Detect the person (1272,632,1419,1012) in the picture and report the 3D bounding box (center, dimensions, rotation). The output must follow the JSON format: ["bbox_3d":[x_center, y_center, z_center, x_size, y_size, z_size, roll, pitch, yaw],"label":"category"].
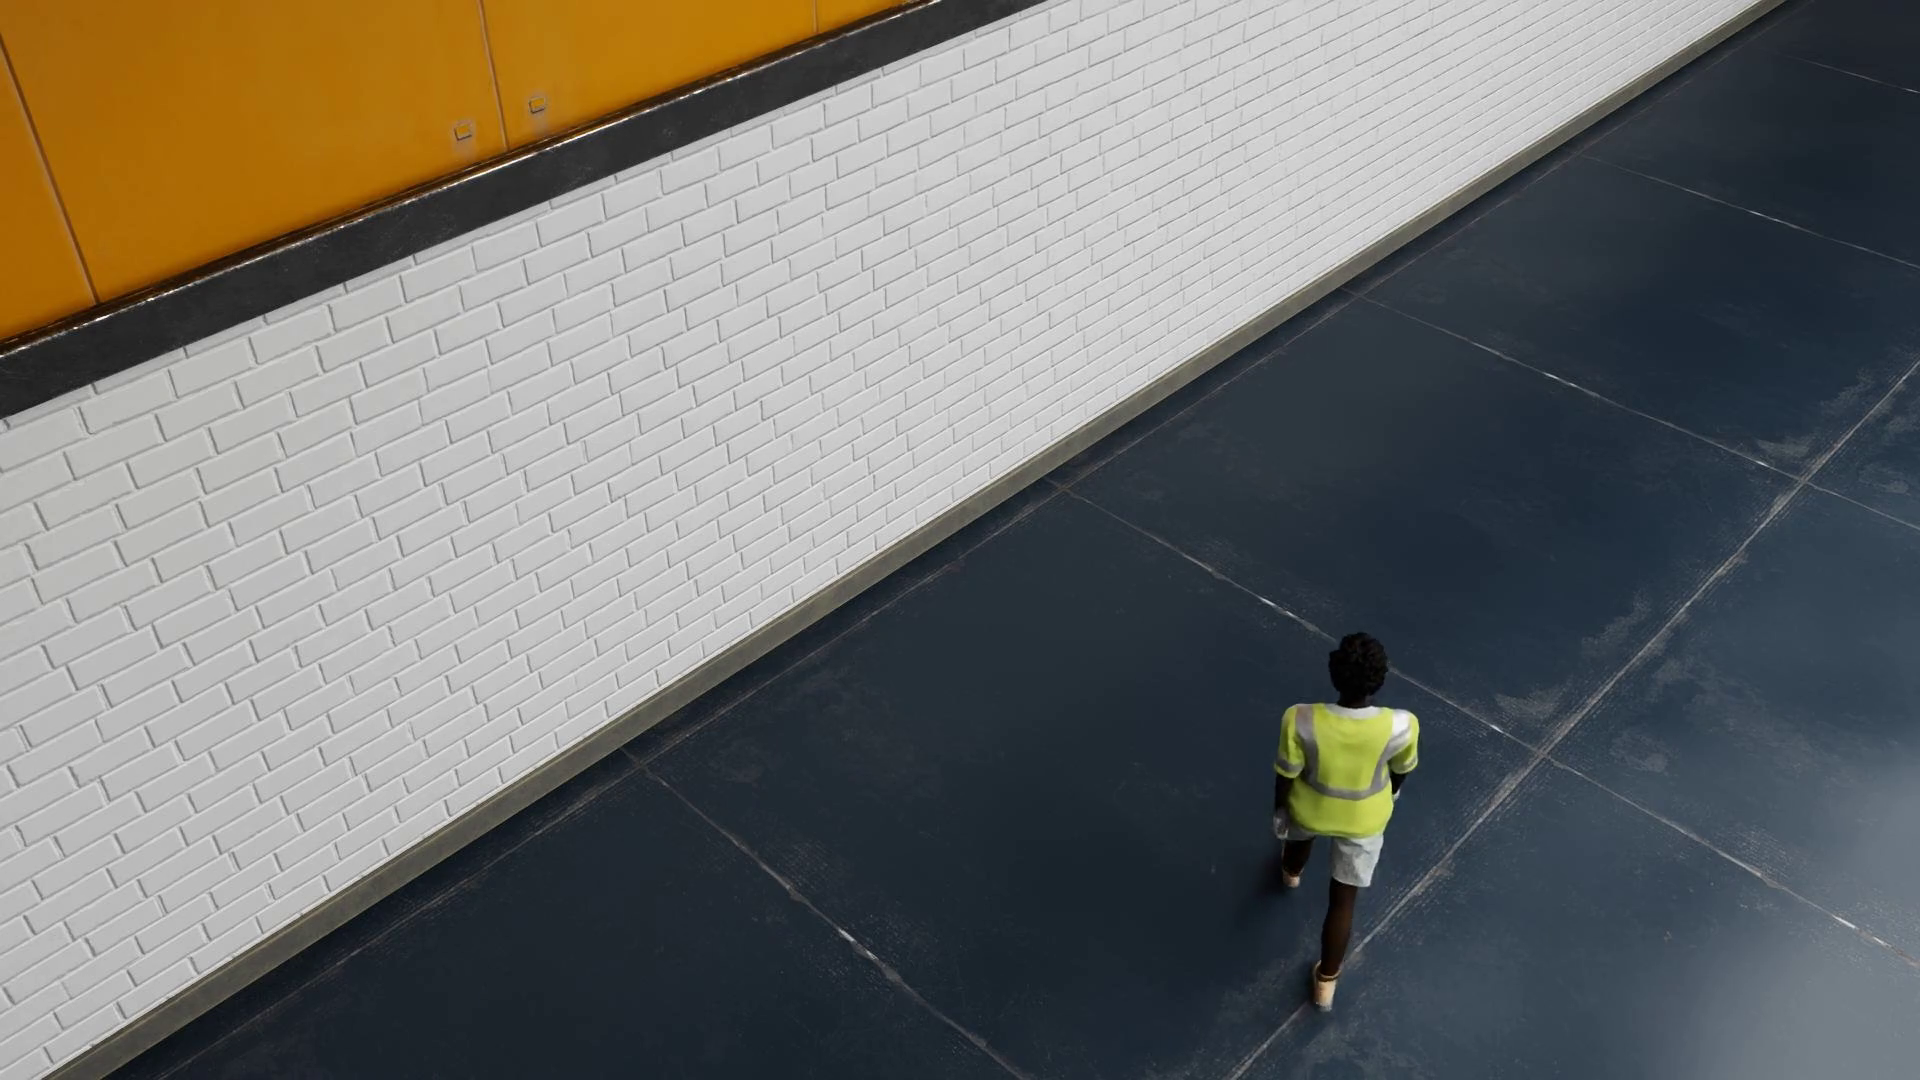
[{"bbox_3d":[1.478,1.033,6.520,0.534,1.650,0.884,8,39,10],"label":"person"}]
